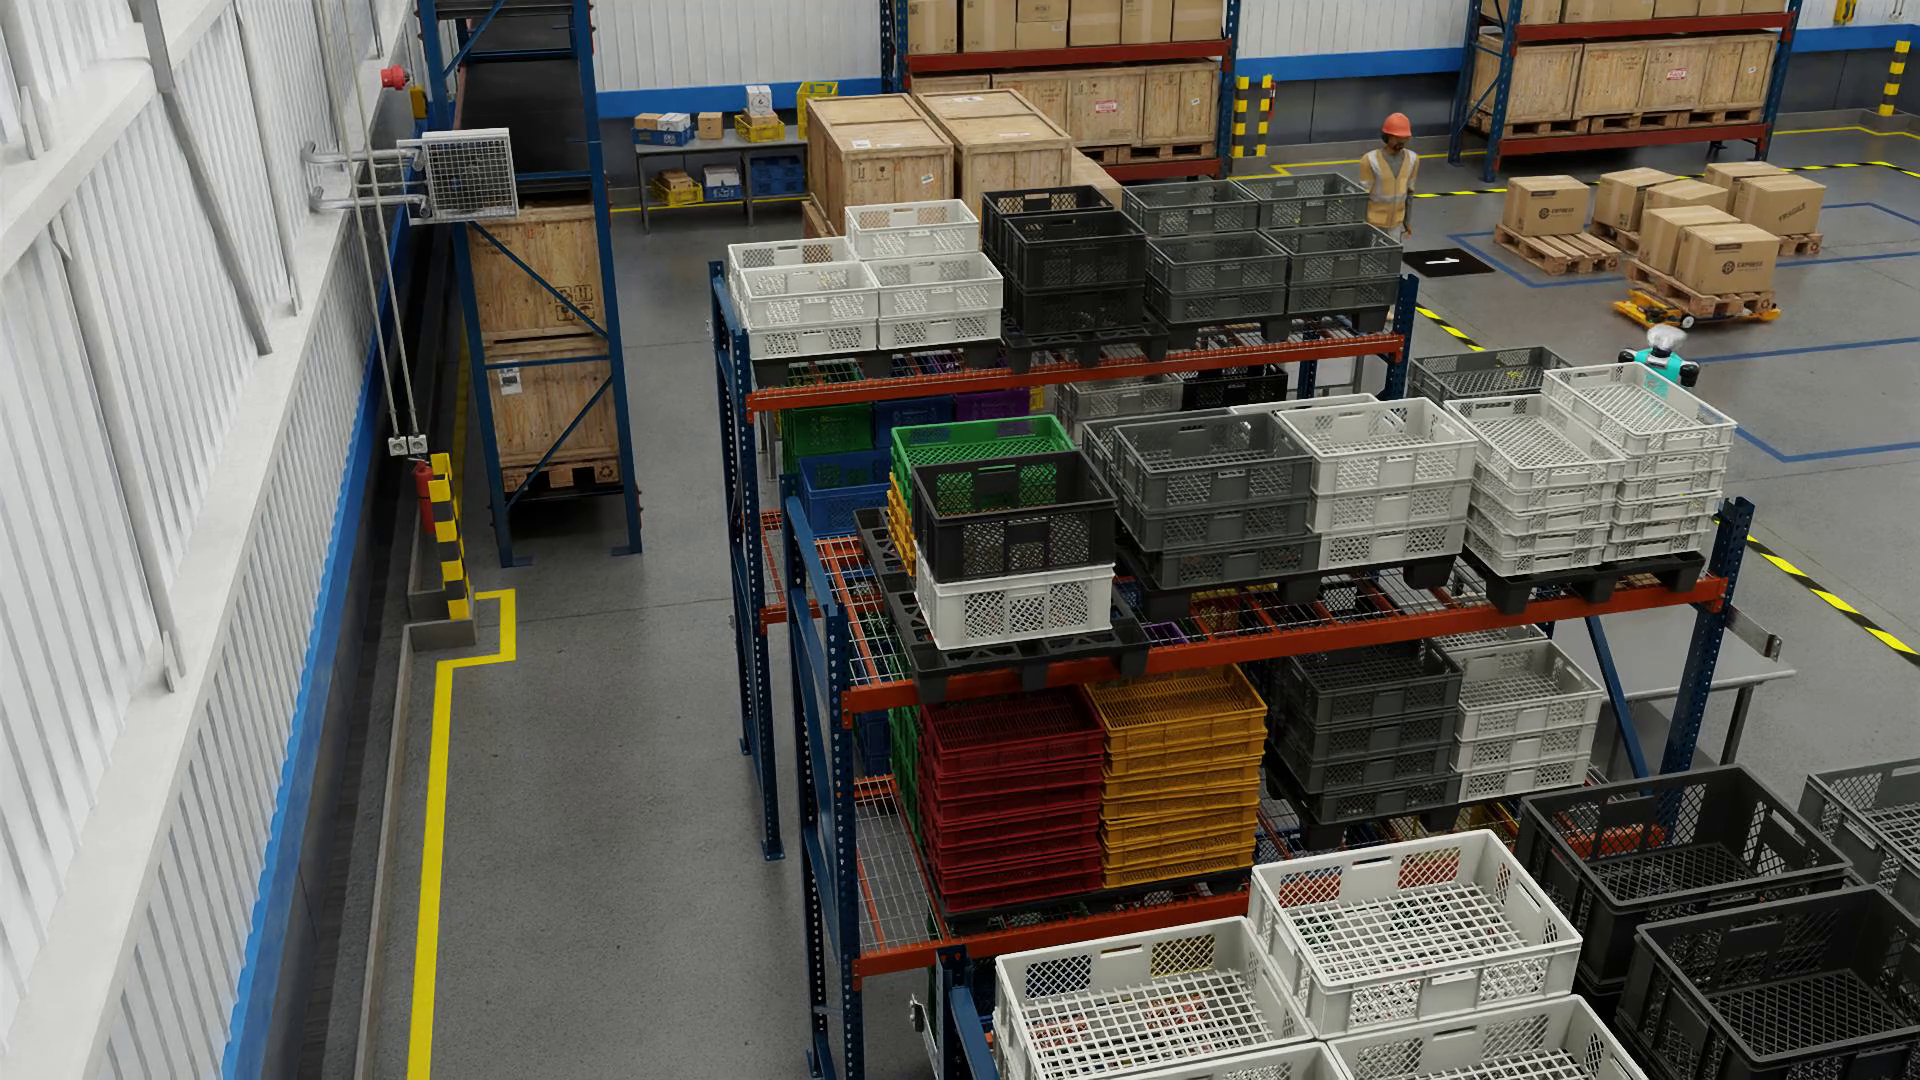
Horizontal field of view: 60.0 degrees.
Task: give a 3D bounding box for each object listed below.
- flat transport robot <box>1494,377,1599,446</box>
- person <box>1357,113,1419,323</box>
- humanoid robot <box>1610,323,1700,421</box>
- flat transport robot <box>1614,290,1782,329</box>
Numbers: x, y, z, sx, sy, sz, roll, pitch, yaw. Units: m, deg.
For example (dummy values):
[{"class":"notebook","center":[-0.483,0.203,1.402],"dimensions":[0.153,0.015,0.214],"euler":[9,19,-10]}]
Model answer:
[{"class":"flat transport robot","center":[4.780,-1.036,14.013],"dimensions":[0.659,0.231,1.431],"euler":[-6,28,-12]},{"class":"person","center":[4.081,-3.076,15.977],"dimensions":[0.606,2.048,0.366],"euler":[-8,29,-14]},{"class":"humanoid robot","center":[4.888,-0.775,11.802],"dimensions":[0.533,1.673,0.735],"euler":[16,32,28]},{"class":"flat transport robot","center":[7.298,-2.334,16.445],"dimensions":[1.431,0.197,0.652],"euler":[-6,28,-12]}]
